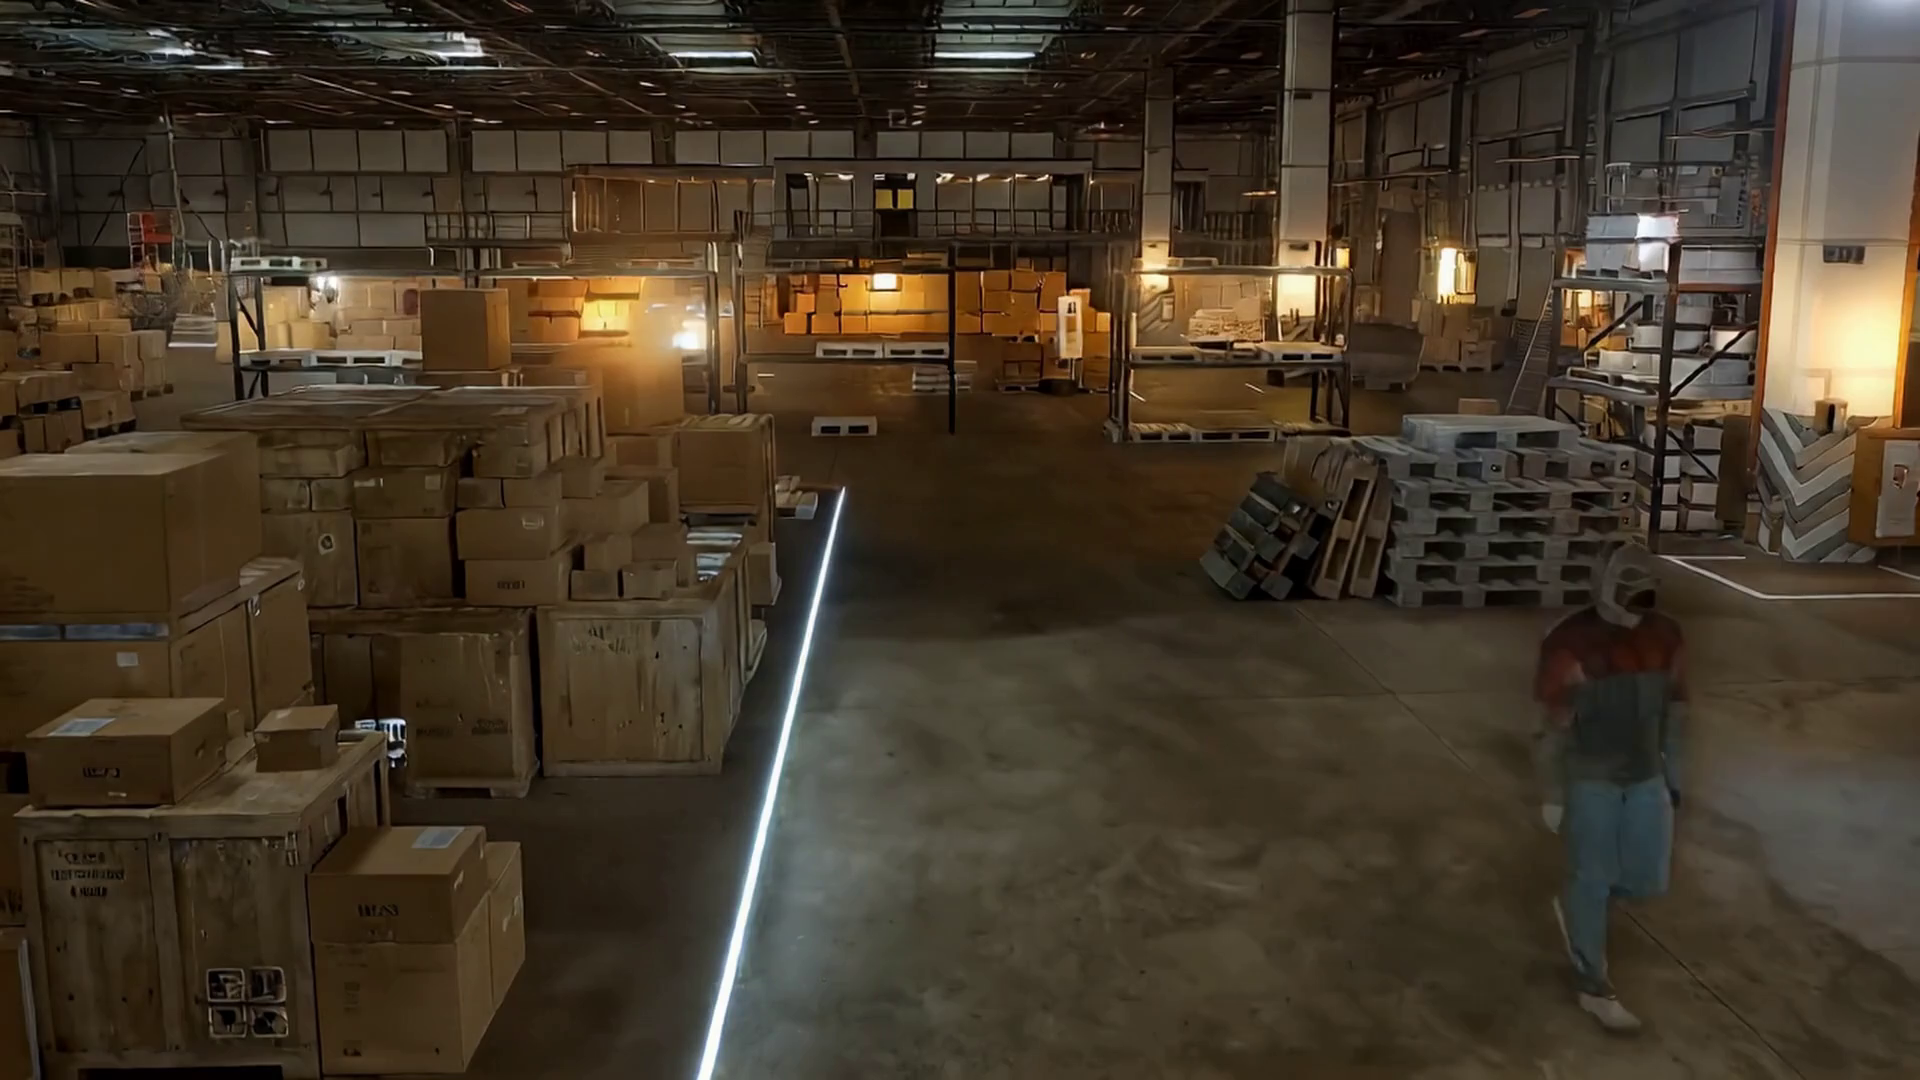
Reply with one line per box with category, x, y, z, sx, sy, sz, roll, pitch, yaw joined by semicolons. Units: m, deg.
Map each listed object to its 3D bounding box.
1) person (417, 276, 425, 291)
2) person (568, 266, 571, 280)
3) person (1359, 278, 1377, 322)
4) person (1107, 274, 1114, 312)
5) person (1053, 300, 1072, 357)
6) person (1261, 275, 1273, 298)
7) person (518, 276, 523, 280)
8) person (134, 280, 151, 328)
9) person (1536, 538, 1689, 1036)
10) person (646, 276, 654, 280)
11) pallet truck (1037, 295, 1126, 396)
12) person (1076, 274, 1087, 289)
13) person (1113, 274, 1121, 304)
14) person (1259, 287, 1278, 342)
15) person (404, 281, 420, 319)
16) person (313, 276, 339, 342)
person;-23.858;-11.110;73.695;0.422;1.864;0.604;-8;13;-38
person;-17.856;-11.615;76.340;0.587;1.928;0.362;-10;14;-43
person;12.924;-7.376;52.794;0.586;1.902;0.855;5;11;24
person;5.948;-9.692;66.078;0.530;1.768;0.312;-7;12;-32
person;2.226;-4.229;35.413;0.581;1.850;0.533;9;14;41
person;14.335;-11.843;77.705;0.606;1.909;0.905;3;11;18
person;-16.569;-9.157;62.674;0.553;1.922;0.724;-3;11;-15
person;-27.242;-7.782;55.487;0.538;1.756;0.393;2;10;10
person;2.507;0.925;6.486;0.647;1.927;0.565;-3;11;-16
person;-10.465;-8.061;56.225;0.614;2.038;0.396;-2;10;-9
pallet truck;2.483;-3.881;33.060;1.885;1.965;0.823;-7;13;-36
person;4.285;-8.331;58.072;0.681;1.922;0.548;-6;12;-30
person;6.184;-9.516;64.908;0.430;1.839;0.619;-8;13;-39
person;8.142;-5.730;43.797;0.634;1.842;0.429;8;13;37
person;-16.098;-6.727;49.257;0.645;1.883;1.050;4;11;23
person;-19.288;-7.060;50.648;0.688;2.000;0.536;0;10;-3
